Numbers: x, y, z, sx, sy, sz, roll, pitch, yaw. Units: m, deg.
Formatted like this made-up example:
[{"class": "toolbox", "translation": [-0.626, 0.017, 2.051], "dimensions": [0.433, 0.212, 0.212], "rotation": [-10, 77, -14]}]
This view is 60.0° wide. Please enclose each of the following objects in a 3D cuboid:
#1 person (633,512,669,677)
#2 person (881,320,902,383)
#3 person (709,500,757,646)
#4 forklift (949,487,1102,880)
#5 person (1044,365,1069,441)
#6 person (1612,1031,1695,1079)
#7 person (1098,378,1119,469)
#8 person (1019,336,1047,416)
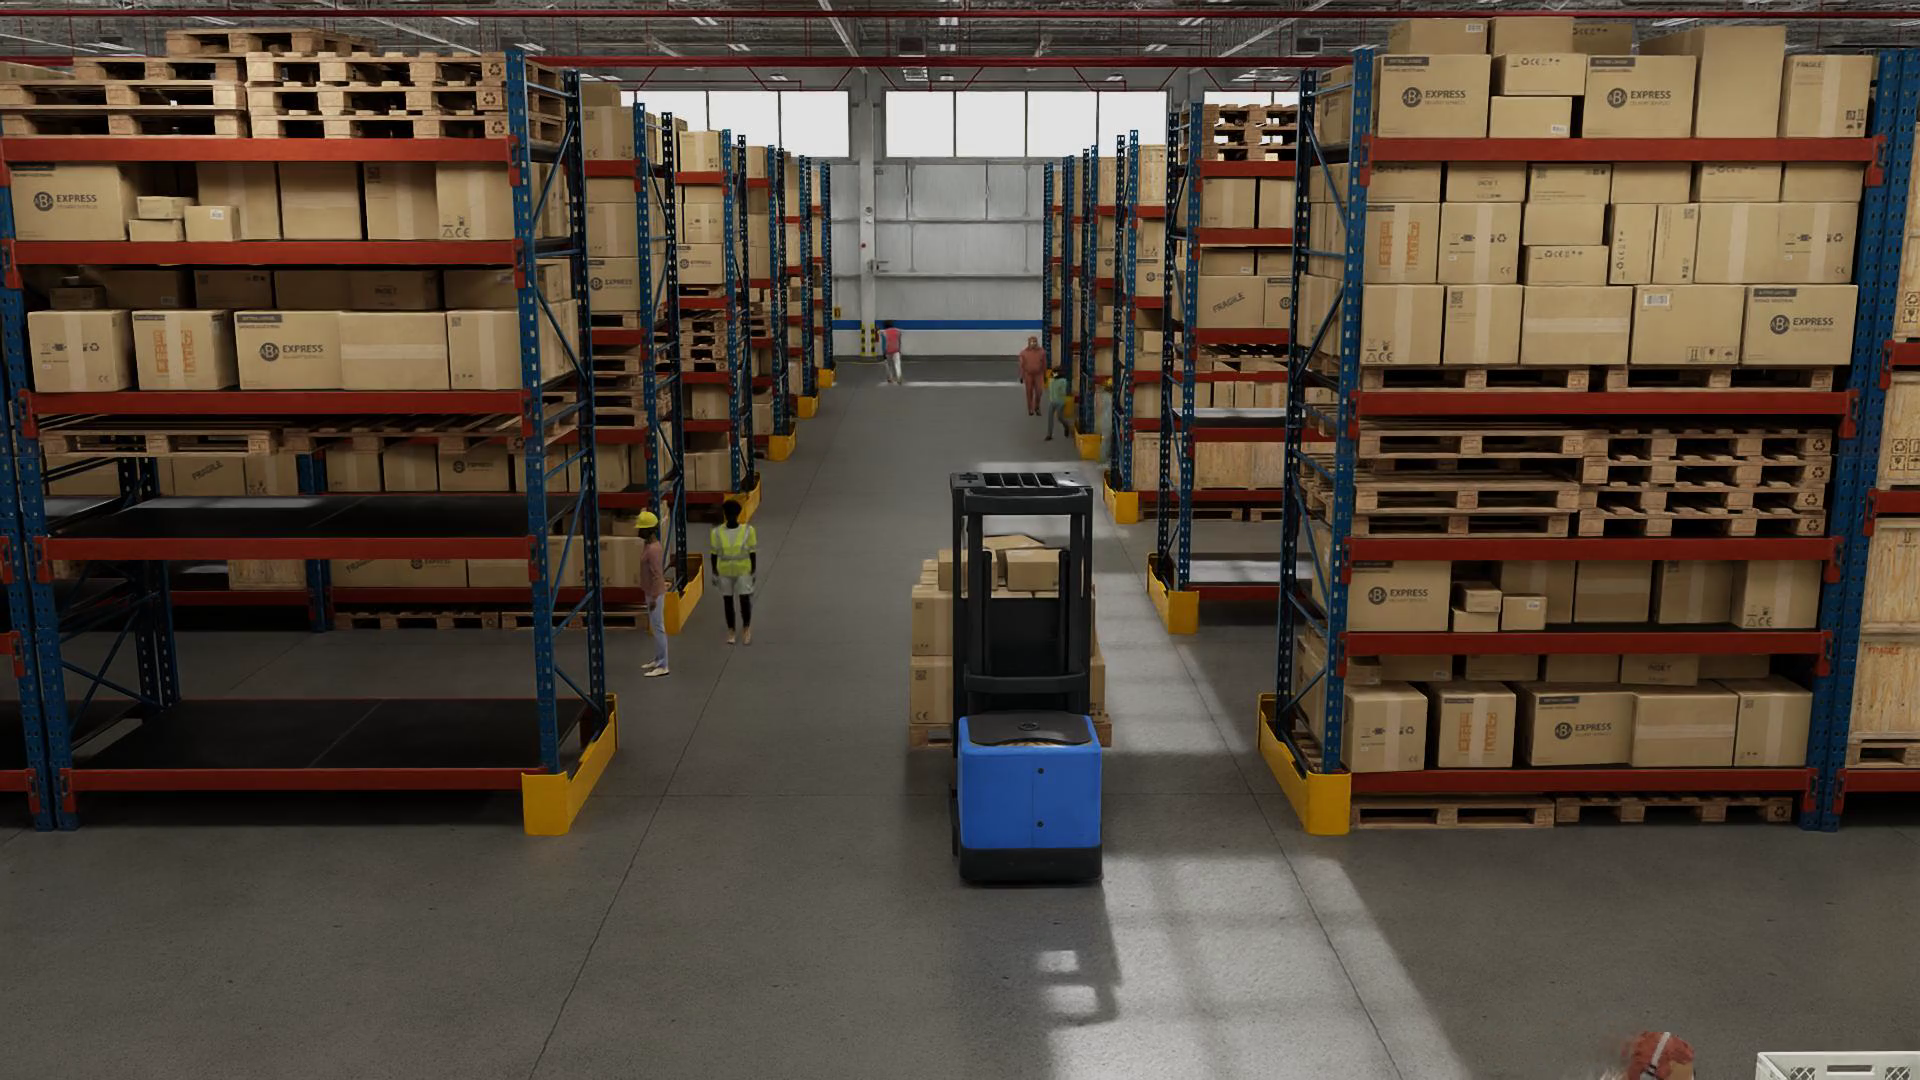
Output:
[{"class": "person", "translation": [-3.280, 0.569, 17.656], "dimensions": [0.317, 1.766, 0.535], "rotation": [-3, 12, -13]}, {"class": "person", "translation": [-1.904, -5.259, 46.467], "dimensions": [0.646, 1.799, 0.814], "rotation": [-5, 12, -22]}, {"class": "person", "translation": [-2.564, 0.381, 18.797], "dimensions": [0.536, 1.681, 0.503], "rotation": [0, 11, -1]}, {"class": "forklift", "translation": [0.495, 0.986, 12.813], "dimensions": [1.129, 2.768, 1.873], "rotation": [0, 11, -2]}, {"class": "person", "translation": [2.079, -2.917, 35.282], "dimensions": [0.525, 1.622, 0.556], "rotation": [9, 14, 36]}, {"class": "person", "translation": [2.668, 2.764, 6.490], "dimensions": [0.741, 1.870, 0.786], "rotation": [5, 13, 25]}, {"class": "person", "translation": [2.857, -2.208, 31.500], "dimensions": [0.516, 1.721, 0.513], "rotation": [0, 11, 2]}, {"class": "person", "translation": [1.735, -3.871, 39.348], "dimensions": [0.679, 1.882, 0.748], "rotation": [0, 11, -1]}]
